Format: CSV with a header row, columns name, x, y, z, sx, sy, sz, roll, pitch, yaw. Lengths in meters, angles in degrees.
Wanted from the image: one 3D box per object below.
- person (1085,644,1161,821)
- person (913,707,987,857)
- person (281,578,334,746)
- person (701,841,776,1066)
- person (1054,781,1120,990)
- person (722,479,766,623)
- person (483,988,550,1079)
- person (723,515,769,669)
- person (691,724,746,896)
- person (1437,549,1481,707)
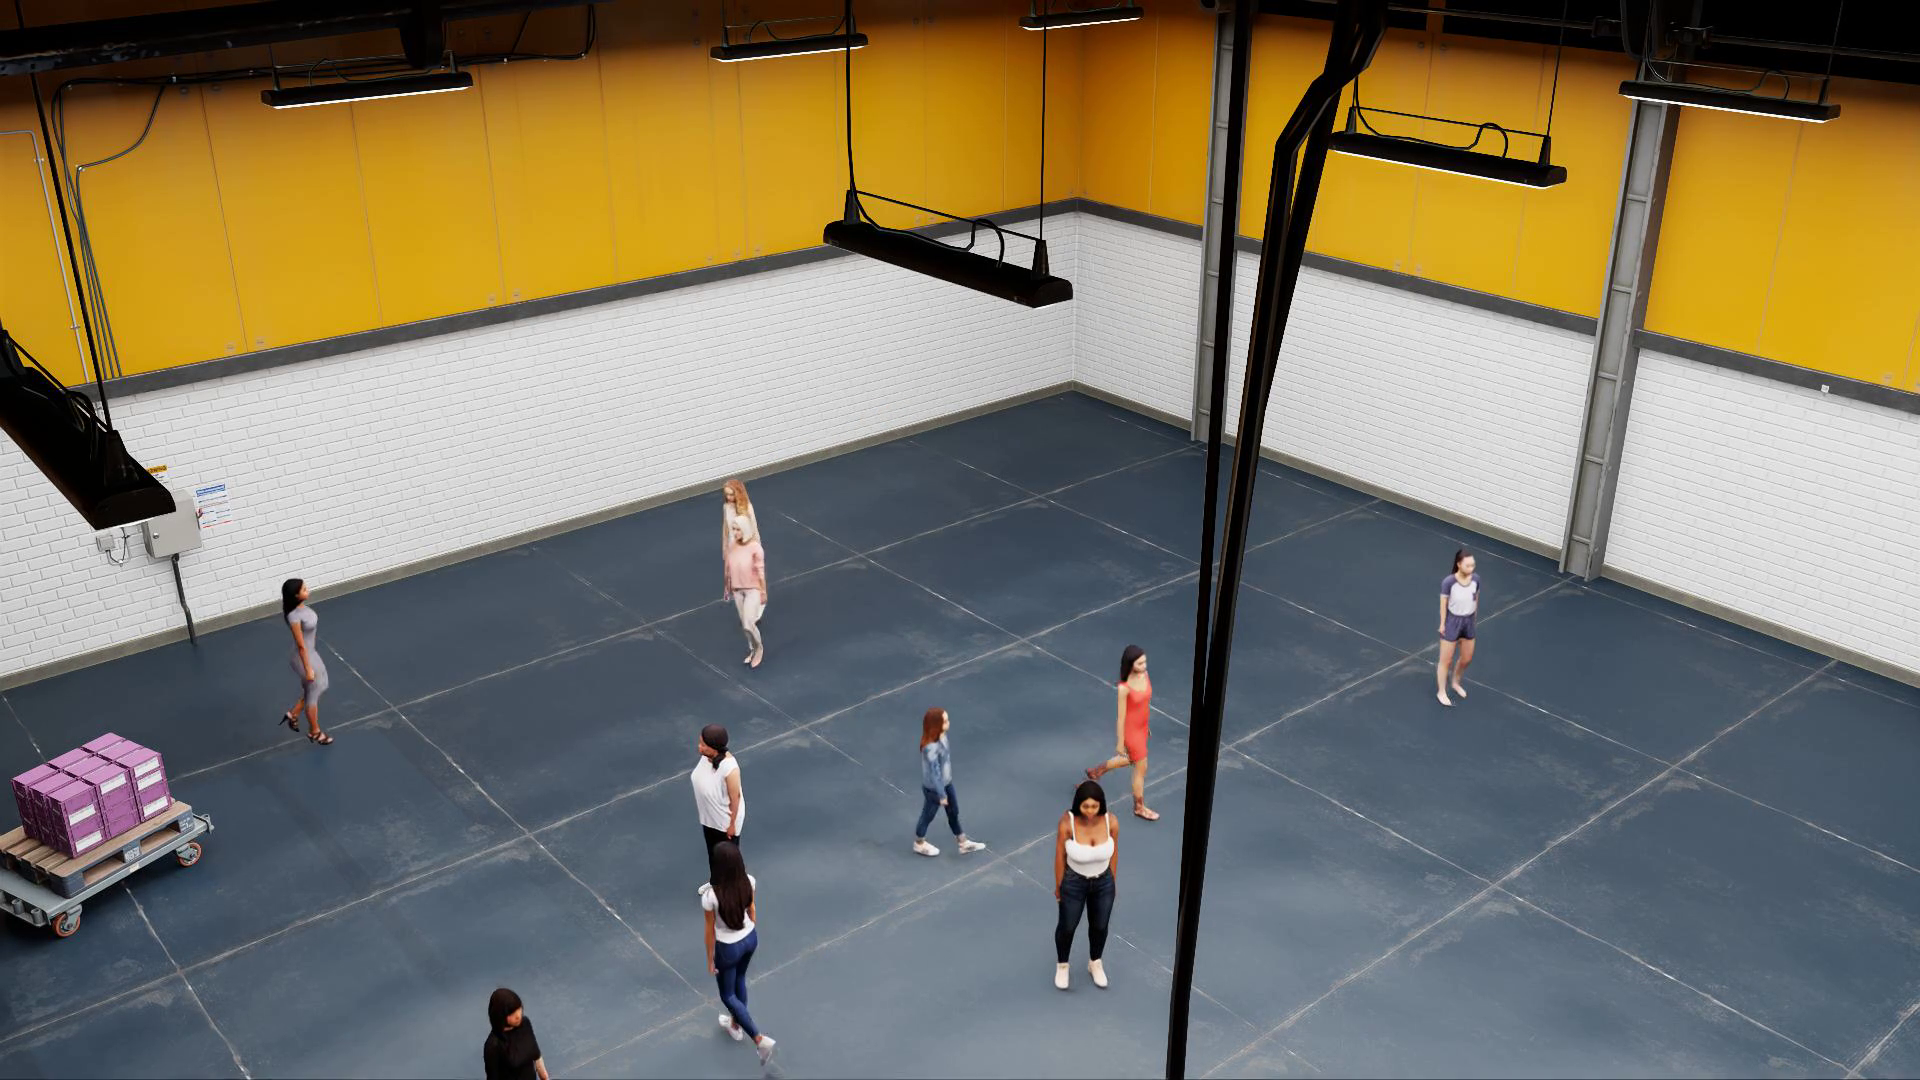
name,x,y,z,sx,sy,sz,roll,pitch,yaw
person,1.481,1.699,14.918,1.073,1.693,0.812,13,27,27
person,-0.269,2.095,14.306,0.969,1.458,0.858,6,24,14
person,-6.383,1.198,15.968,0.820,1.771,0.787,-5,24,-11
person,-1.566,2.979,11.913,0.597,1.756,0.989,-19,30,-37
person,0.958,2.610,12.692,0.751,1.807,0.780,-2,24,-5
person,-2.353,0.097,18.524,0.667,1.741,0.768,13,27,27
person,-2.943,3.559,10.770,1.144,1.607,0.900,10,26,22
person,-2.210,0.504,17.629,0.677,1.711,0.766,13,27,27
person,-1.987,2.252,13.659,0.741,1.688,0.578,-14,27,-29
person,5.029,0.855,16.903,0.686,1.649,0.698,-5,24,-12
